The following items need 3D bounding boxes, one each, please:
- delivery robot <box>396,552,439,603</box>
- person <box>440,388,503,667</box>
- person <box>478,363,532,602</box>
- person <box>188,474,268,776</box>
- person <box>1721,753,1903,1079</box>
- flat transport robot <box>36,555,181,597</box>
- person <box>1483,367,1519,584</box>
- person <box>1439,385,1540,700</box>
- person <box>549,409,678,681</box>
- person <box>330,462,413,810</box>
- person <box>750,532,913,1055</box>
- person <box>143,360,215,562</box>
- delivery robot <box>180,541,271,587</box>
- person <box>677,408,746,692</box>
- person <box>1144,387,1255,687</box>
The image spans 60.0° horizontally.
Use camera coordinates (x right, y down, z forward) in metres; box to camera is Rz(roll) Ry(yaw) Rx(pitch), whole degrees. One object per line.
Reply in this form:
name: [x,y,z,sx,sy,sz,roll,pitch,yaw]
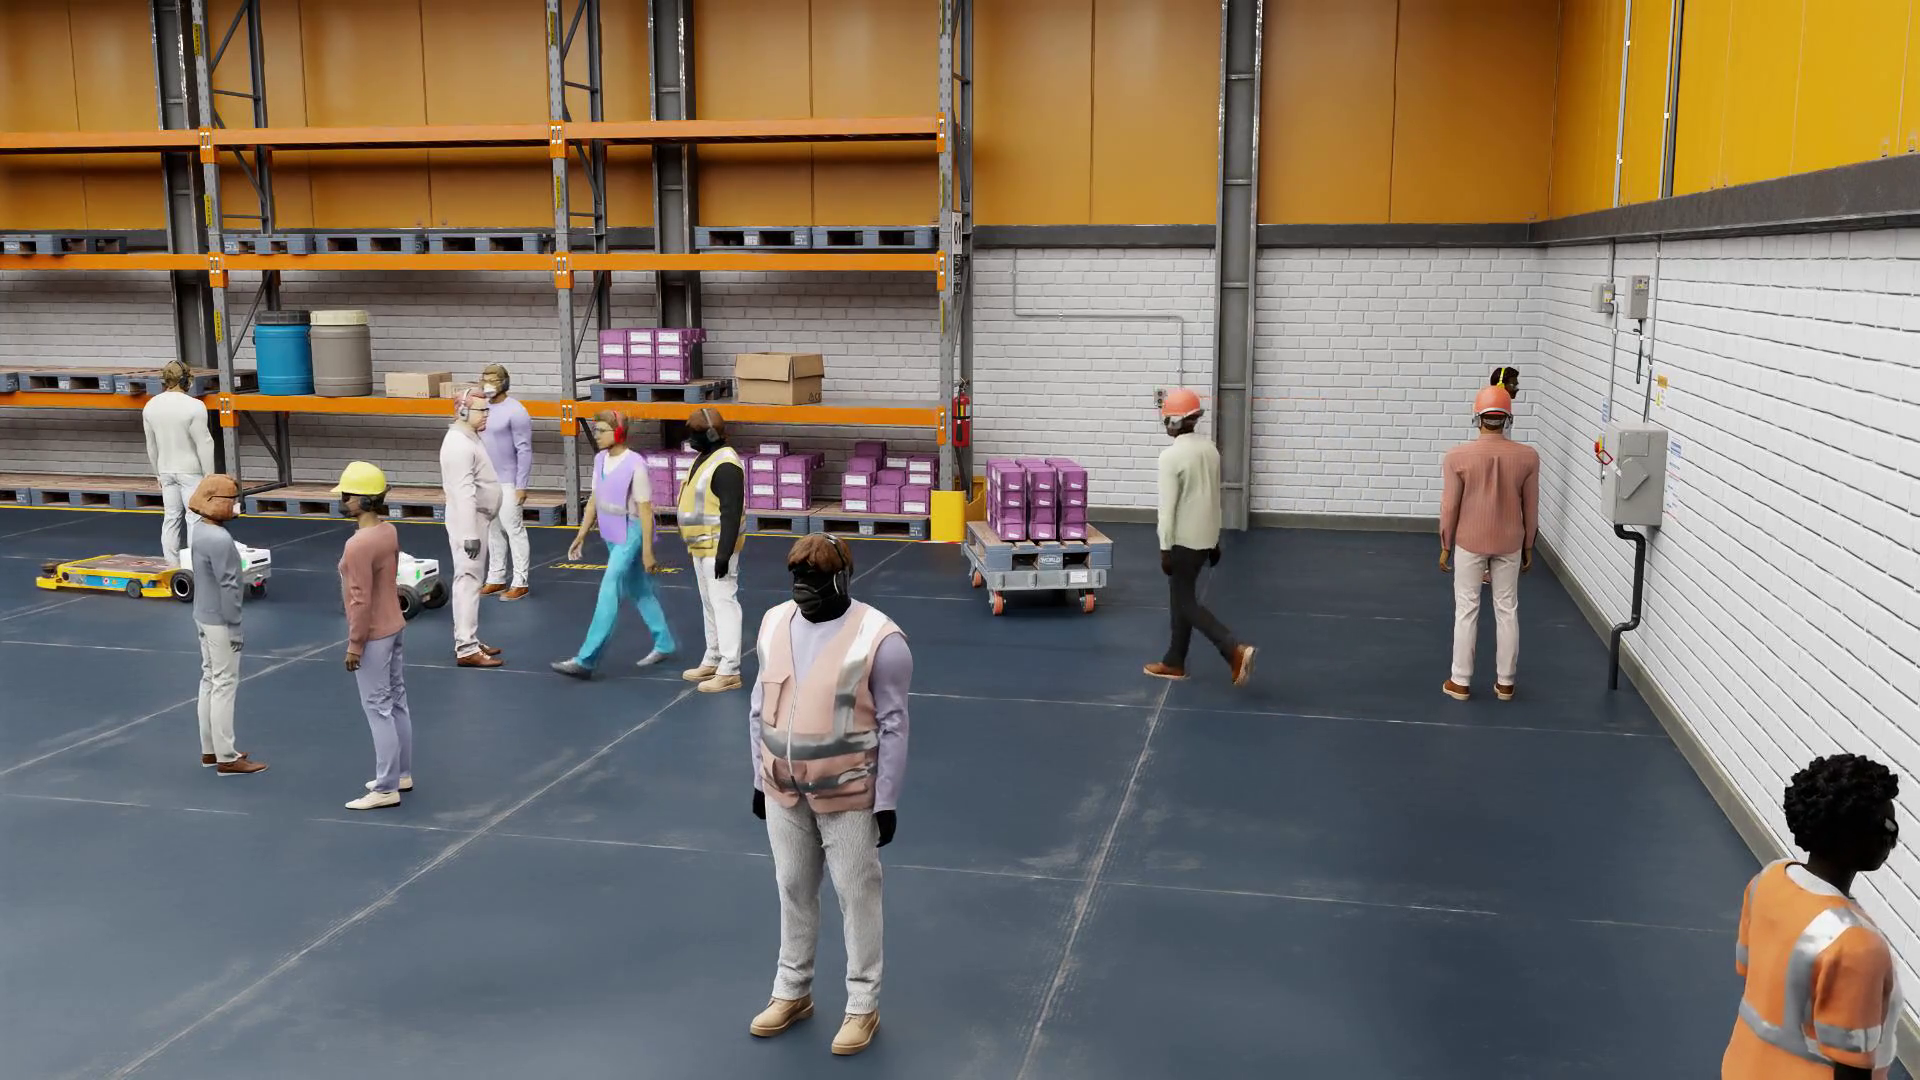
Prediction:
delivery robot: [-4.473,0.263,13.060,0.707,0.478,0.477,2,10,13]
person: [-3.336,-0.088,11.429,0.401,1.904,0.646,-3,10,-15]
person: [-3.758,-0.469,13.584,0.636,1.939,0.362,6,11,33]
person: [-3.998,0.453,9.025,0.283,1.631,0.503,-8,12,-38]
person: [1.921,1.306,3.785,0.321,1.696,0.537,1,10,4]
flat transport robot: [-6.976,0.289,14.026,1.431,0.197,0.652,3,10,19]
person: [4.615,-0.558,14.316,0.309,1.868,0.535,3,10,18]
person: [3.324,0.026,10.487,0.611,1.995,0.375,0,10,3]
person: [-2.303,0.023,11.103,0.991,1.794,0.589,-7,12,-34]
person: [-2.990,0.481,8.461,0.300,1.772,0.528,0,10,-1]
person: [-0.484,0.882,5.869,0.621,1.845,0.429,5,11,27]
person: [-6.554,-0.547,14.050,0.631,1.940,0.372,3,10,16]
delivery robot: [-5.984,0.180,13.557,0.707,0.478,0.477,3,10,19]
person: [-1.607,0.059,10.767,0.430,1.838,0.619,-4,10,-23]
person: [1.565,0.002,10.750,0.840,1.967,0.630,8,13,41]
